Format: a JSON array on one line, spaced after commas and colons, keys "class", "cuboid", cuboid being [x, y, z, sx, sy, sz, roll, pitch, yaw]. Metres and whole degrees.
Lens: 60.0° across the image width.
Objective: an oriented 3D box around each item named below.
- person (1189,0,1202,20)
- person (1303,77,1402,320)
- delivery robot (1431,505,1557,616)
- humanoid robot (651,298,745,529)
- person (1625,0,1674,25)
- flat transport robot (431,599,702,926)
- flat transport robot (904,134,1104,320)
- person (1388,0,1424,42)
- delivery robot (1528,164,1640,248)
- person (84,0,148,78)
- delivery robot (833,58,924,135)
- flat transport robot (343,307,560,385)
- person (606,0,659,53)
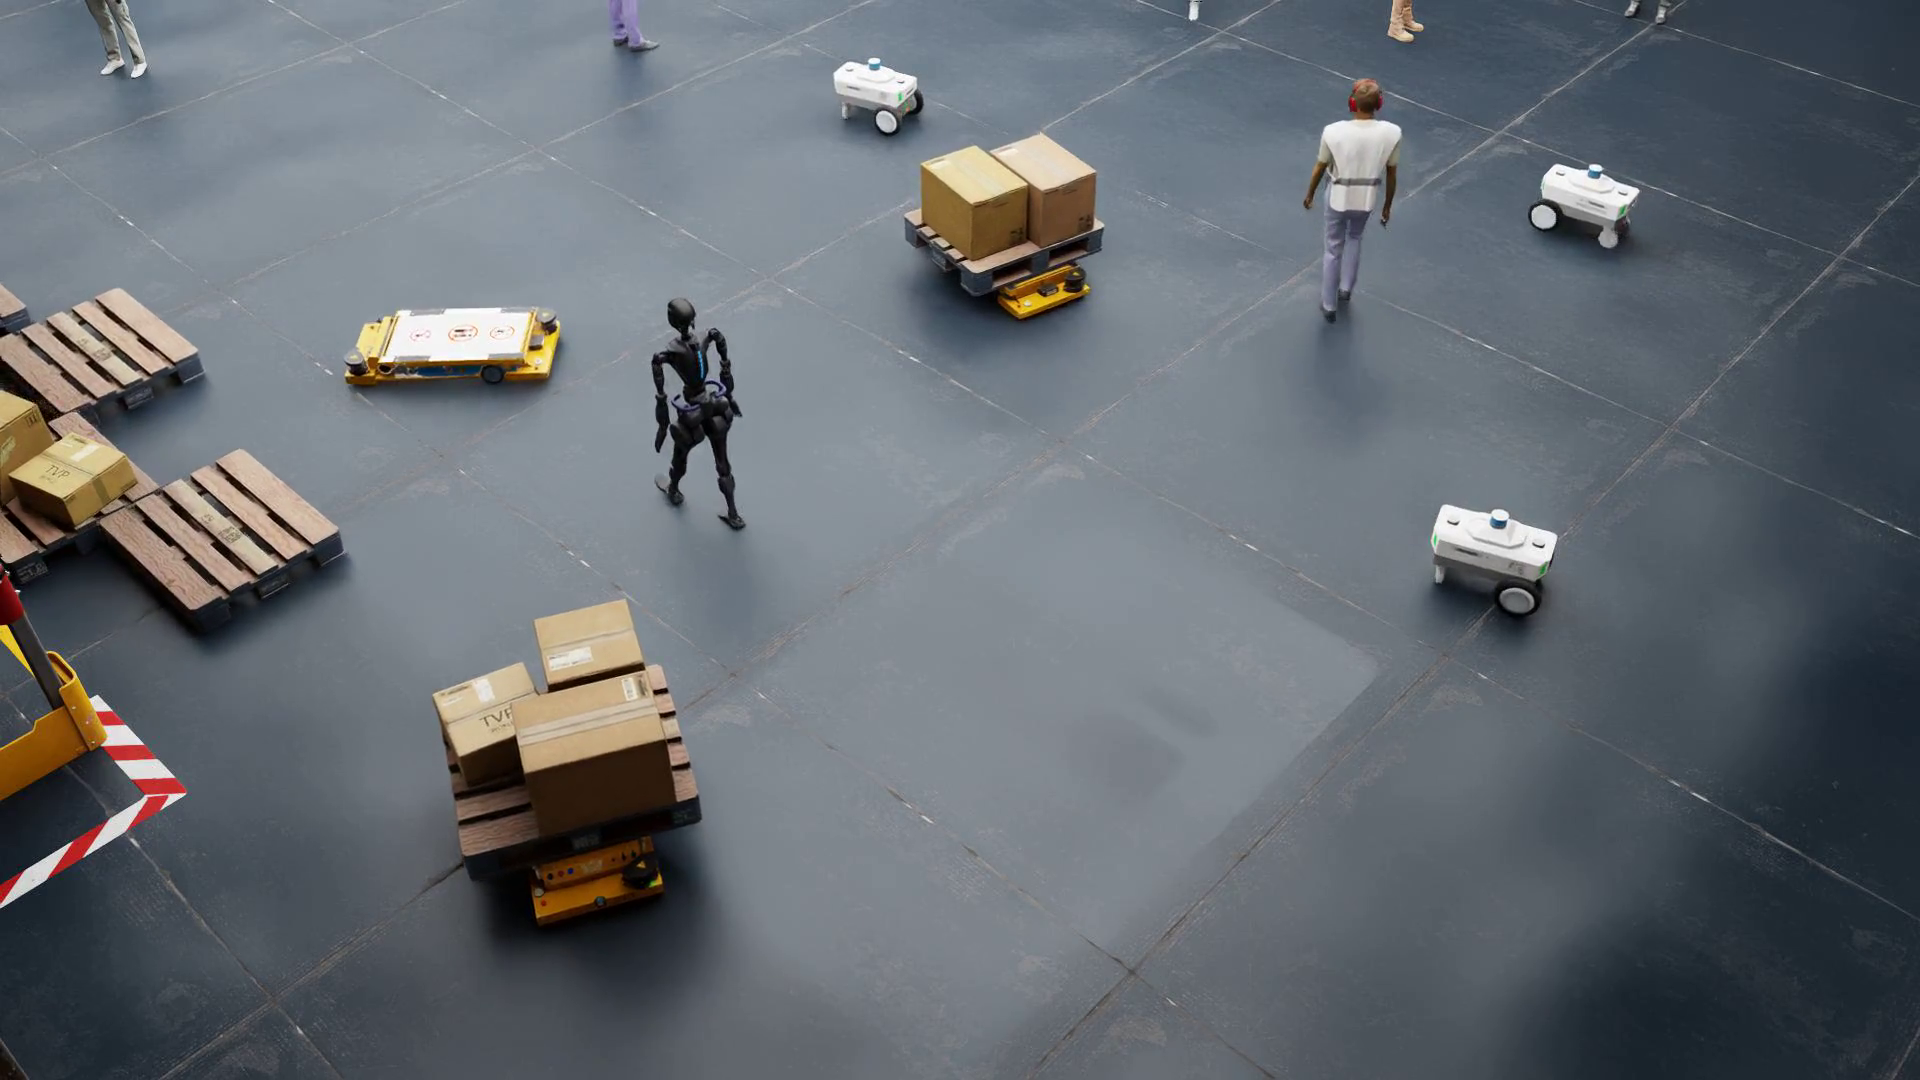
[{"class": "person", "cuboid": [2.309, -5.899, 15.981, 0.491, 1.728, 0.432, 10, 43, 11]}, {"class": "person", "cuboid": [2.829, -2.501, 12.144, 0.581, 1.816, 0.584, -2, 42, -3]}, {"class": "delivery robot", "cuboid": [3.280, 0.063, 10.237, 0.741, 0.587, 0.525, 16, 45, 18]}, {"class": "humanoid robot", "cuboid": [-1.680, -0.835, 10.419, 0.616, 1.631, 0.706, -31, 51, -30]}, {"class": "person", "cuboid": [6.794, -5.893, 15.908, 0.576, 1.829, 0.390, 20, 46, 21]}, {"class": "flat transport robot", "cuboid": [-2.070, 1.389, 8.983, 0.659, 0.231, 1.431, -13, 44, -14]}, {"class": "flat transport robot", "cuboid": [0.331, -2.219, 12.992, 0.659, 0.231, 1.431, -24, 47, -24]}, {"class": "person", "cuboid": [4.331, -5.585, 15.628, 0.304, 1.744, 0.491, 24, 47, 25]}, {"class": "delivery robot", "cuboid": [5.019, -2.735, 13.330, 0.745, 0.565, 0.499, 27, 48, 26]}, {"class": "person", "cuboid": [-7.795, -5.002, 15.061, 0.511, 1.638, 0.305, 9, 43, 10]}, {"class": "delivery robot", "cuboid": [-0.717, -3.947, 14.712, 0.784, 0.612, 0.500, 18, 45, 19]}, {"class": "flat transport robot", "cuboid": [-3.679, -1.406, 12.089, 1.431, 0.231, 0.659, -2, 42, -2]}, {"class": "person", "cuboid": [-3.177, -5.427, 15.380, 0.373, 1.843, 0.569, -30, 50, -29]}]
